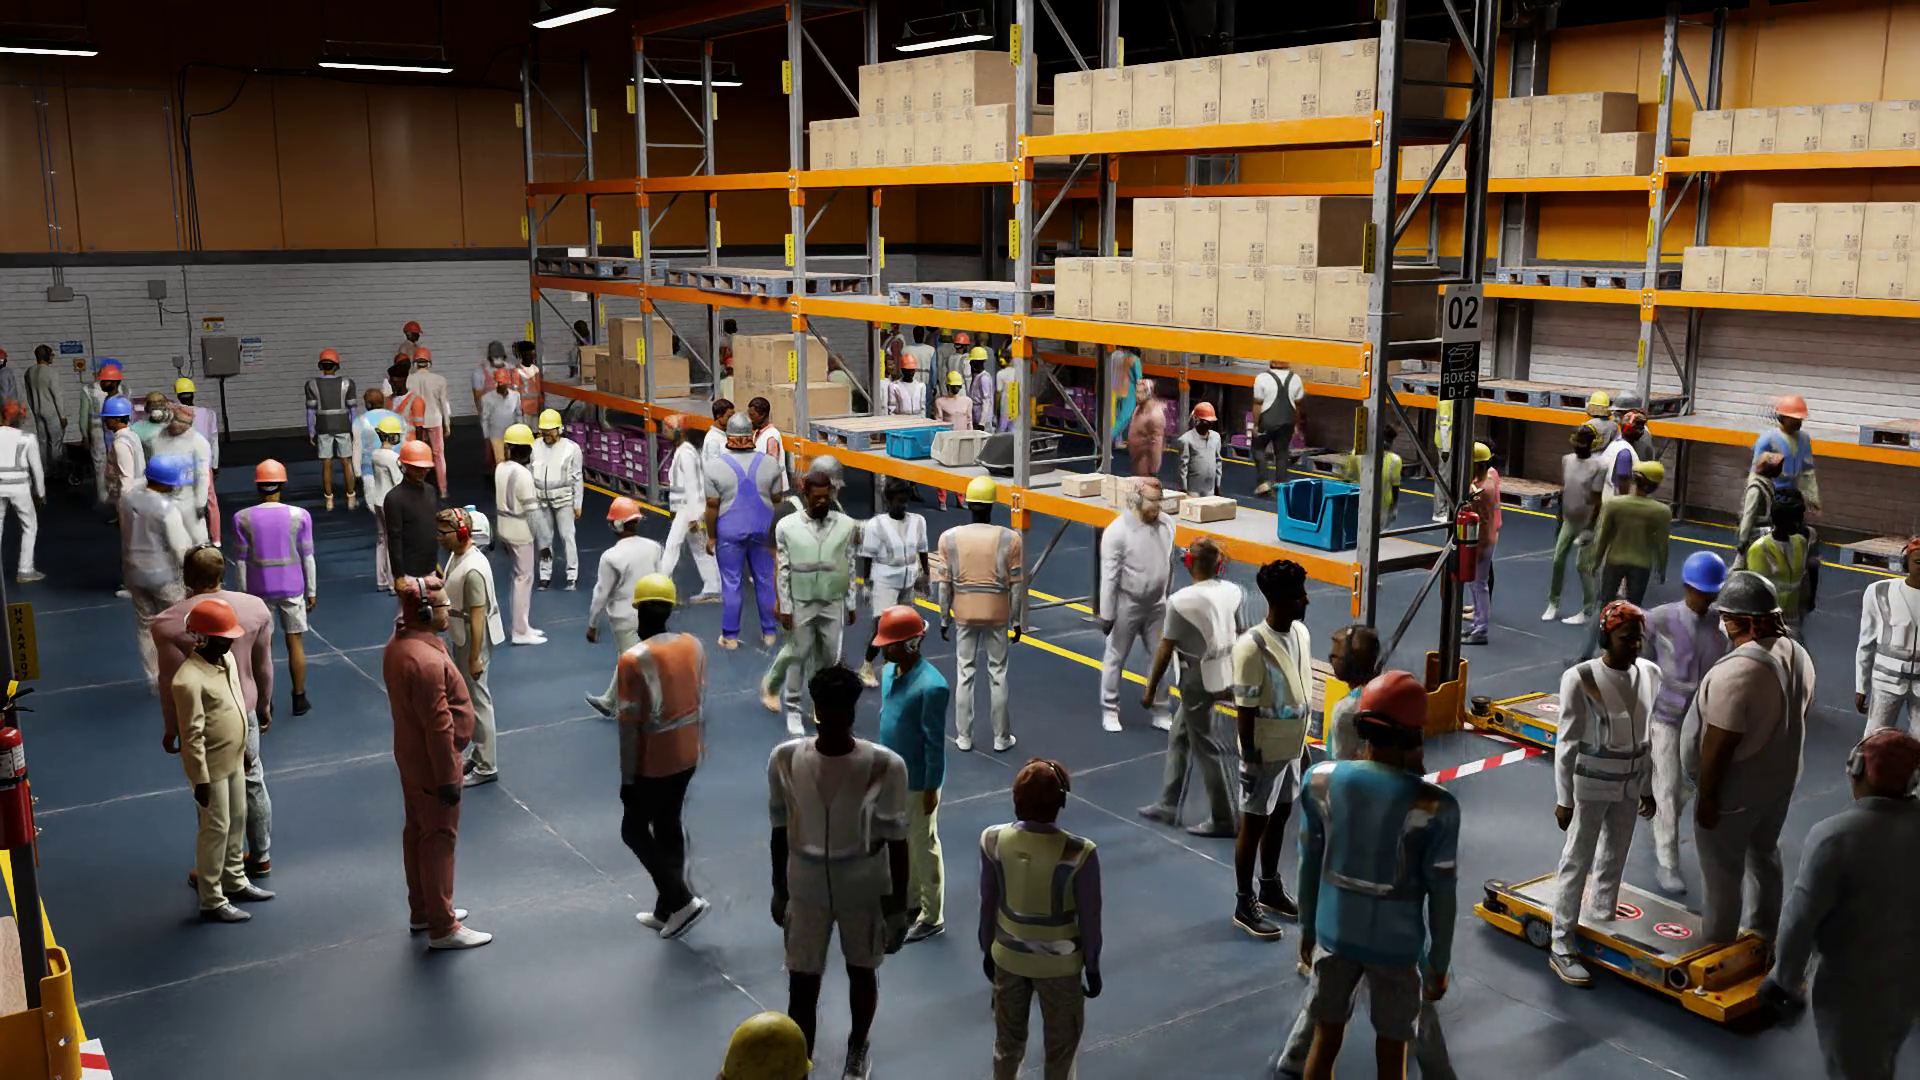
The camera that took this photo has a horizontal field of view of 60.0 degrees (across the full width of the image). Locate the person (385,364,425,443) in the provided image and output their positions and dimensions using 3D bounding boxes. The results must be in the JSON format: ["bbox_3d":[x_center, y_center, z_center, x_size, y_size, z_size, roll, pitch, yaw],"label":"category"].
[{"bbox_3d":[-6.595,-1.118,19.783,0.604,1.958,0.369,7,13,31],"label":"person"}]

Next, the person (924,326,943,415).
[{"bbox_3d":[-0.486,-3.241,30.983,0.429,1.835,0.636,-4,12,-18],"label":"person"}]

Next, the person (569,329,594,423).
[{"bbox_3d":[-6.255,-2.598,27.695,0.512,1.827,0.522,9,14,40],"label":"person"}]

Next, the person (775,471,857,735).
[{"bbox_3d":[-1.032,0.440,11.959,0.591,1.909,0.391,-4,12,-20],"label":"person"}]

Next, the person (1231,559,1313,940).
[{"bbox_3d":[1.630,1.060,8.614,0.361,1.965,0.613,9,14,39],"label":"person"}]

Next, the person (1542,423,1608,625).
[{"bbox_3d":[5.585,-0.151,15.105,0.371,1.851,0.529,-7,13,-31],"label":"person"}]

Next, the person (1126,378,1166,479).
[{"bbox_3d":[2.129,-0.885,18.755,0.564,1.890,0.667,-2,11,-11],"label":"person"}]

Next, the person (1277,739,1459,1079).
[{"bbox_3d":[1.762,1.571,6.949,0.856,1.597,0.516,1,11,4],"label":"person"}]

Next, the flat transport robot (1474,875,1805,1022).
[{"bbox_3d":[3.367,1.967,8.329,0.652,0.197,1.431,-7,13,-33],"label":"flat transport robot"}]

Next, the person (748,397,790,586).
[{"bbox_3d":[-1.927,-0.482,16.670,0.405,1.909,0.597,-4,12,-19],"label":"person"}]

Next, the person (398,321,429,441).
[{"bbox_3d":[-8.940,-2.580,27.205,0.415,1.986,0.621,1,11,6],"label":"person"}]

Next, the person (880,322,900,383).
[{"bbox_3d":[-1.343,-3.095,30.255,0.403,1.825,0.594,-8,14,-37],"label":"person"}]

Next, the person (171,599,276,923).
[{"bbox_3d":[-3.879,1.151,8.740,0.354,1.737,0.578,0,11,-2],"label":"person"}]

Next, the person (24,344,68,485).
[{"bbox_3d":[-12.560,-1.723,22.934,0.630,1.940,0.372,4,12,22],"label":"person"}]

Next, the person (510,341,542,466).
[{"bbox_3d":[-6.070,-1.824,23.377,0.363,1.963,0.612,4,12,18],"label":"person"}]

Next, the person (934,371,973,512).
[{"bbox_3d":[-0.070,-1.241,20.907,0.535,1.767,0.317,-5,12,-23],"label":"person"}]

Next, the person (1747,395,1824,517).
[{"bbox_3d":[7.943,-0.389,15.950,0.621,1.991,0.985,-6,12,-27],"label":"person"}]

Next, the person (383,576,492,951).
[{"bbox_3d":[-2.665,1.123,8.450,0.409,1.909,0.641,-7,13,-33],"label":"person"}]

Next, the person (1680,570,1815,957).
[{"bbox_3d":[3.759,1.131,8.064,0.680,2.000,0.535,-7,13,-32],"label":"person"}]

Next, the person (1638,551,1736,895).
[{"bbox_3d":[4.061,0.947,9.366,0.631,1.915,0.850,1,11,5],"label":"person"}]

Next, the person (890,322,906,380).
[{"bbox_3d":[-1.146,-3.133,30.421,0.395,1.836,0.576,-3,11,-13],"label":"person"}]

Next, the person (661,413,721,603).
[{"bbox_3d":[-2.738,-0.273,15.732,0.949,1.845,0.607,-2,11,-10],"label":"person"}]

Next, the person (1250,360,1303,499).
[{"bbox_3d":[4.123,-1.557,21.820,0.707,2.000,0.540,-3,11,-14],"label":"person"}]

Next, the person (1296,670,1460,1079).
[{"bbox_3d":[1.562,1.485,6.284,0.608,2.032,0.427,7,13,33],"label":"person"}]

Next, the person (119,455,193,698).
[{"bbox_3d":[-6.158,0.292,12.739,0.643,1.903,0.388,4,12,20],"label":"person"}]

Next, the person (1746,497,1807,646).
[{"bbox_3d":[5.915,0.519,12.065,0.551,1.684,0.476,-3,11,-14],"label":"person"}]

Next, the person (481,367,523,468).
[{"bbox_3d":[-5.978,-1.402,21.806,0.583,1.735,0.367,-8,14,-36],"label":"person"}]

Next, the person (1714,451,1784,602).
[{"bbox_3d":[7.231,-0.031,15.164,0.880,1.588,0.517,8,14,37],"label":"person"}]

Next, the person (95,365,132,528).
[{"bbox_3d":[-10.045,-1.107,19.795,0.551,1.941,0.371,10,15,41],"label":"person"}]

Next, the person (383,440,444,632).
[{"bbox_3d":[-4.199,0.212,12.902,0.399,1.987,0.612,3,11,13],"label":"person"}]

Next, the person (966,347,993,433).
[{"bbox_3d":[0.262,-1.668,22.678,0.364,1.928,0.586,-2,11,-10],"label":"person"}]

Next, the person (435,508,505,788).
[{"bbox_3d":[-3.183,0.689,10.858,0.397,1.836,0.562,-5,12,-25],"label":"person"}]

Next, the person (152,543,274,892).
[{"bbox_3d":[-4.084,0.968,9.157,0.368,1.940,0.632,9,14,40],"label":"person"}]

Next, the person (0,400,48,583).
[{"bbox_3d":[-9.571,-0.470,16.734,0.640,1.858,0.392,-2,11,-10],"label":"person"}]

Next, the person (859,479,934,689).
[{"bbox_3d":[-0.507,0.331,13.077,0.561,1.670,0.384,-9,14,-37],"label":"person"}]

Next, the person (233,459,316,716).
[{"bbox_3d":[-5.053,0.362,12.315,0.548,1.925,0.390,-4,12,-21],"label":"person"}]

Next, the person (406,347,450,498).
[{"bbox_3d":[-7.015,-1.533,21.853,0.617,1.984,0.410,-3,11,-14],"label":"person"}]

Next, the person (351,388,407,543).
[{"bbox_3d":[-6.385,-0.774,18.407,0.632,1.818,0.750,-10,15,-41],"label":"person"}]

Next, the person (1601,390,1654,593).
[{"bbox_3d":[6.507,-0.482,16.317,0.536,2.000,0.698,4,12,20],"label":"person"}]

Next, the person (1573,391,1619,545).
[{"bbox_3d":[7.145,-0.799,18.705,0.485,1.744,0.295,-5,12,-24],"label":"person"}]

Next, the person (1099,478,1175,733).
[{"bbox_3d":[1.303,0.482,11.853,0.670,1.873,0.694,-7,13,-32],"label":"person"}]

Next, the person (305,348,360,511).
[{"bbox_3d":[-7.898,-1.392,20.970,0.613,2.041,0.393,-4,12,-18],"label":"person"}]
